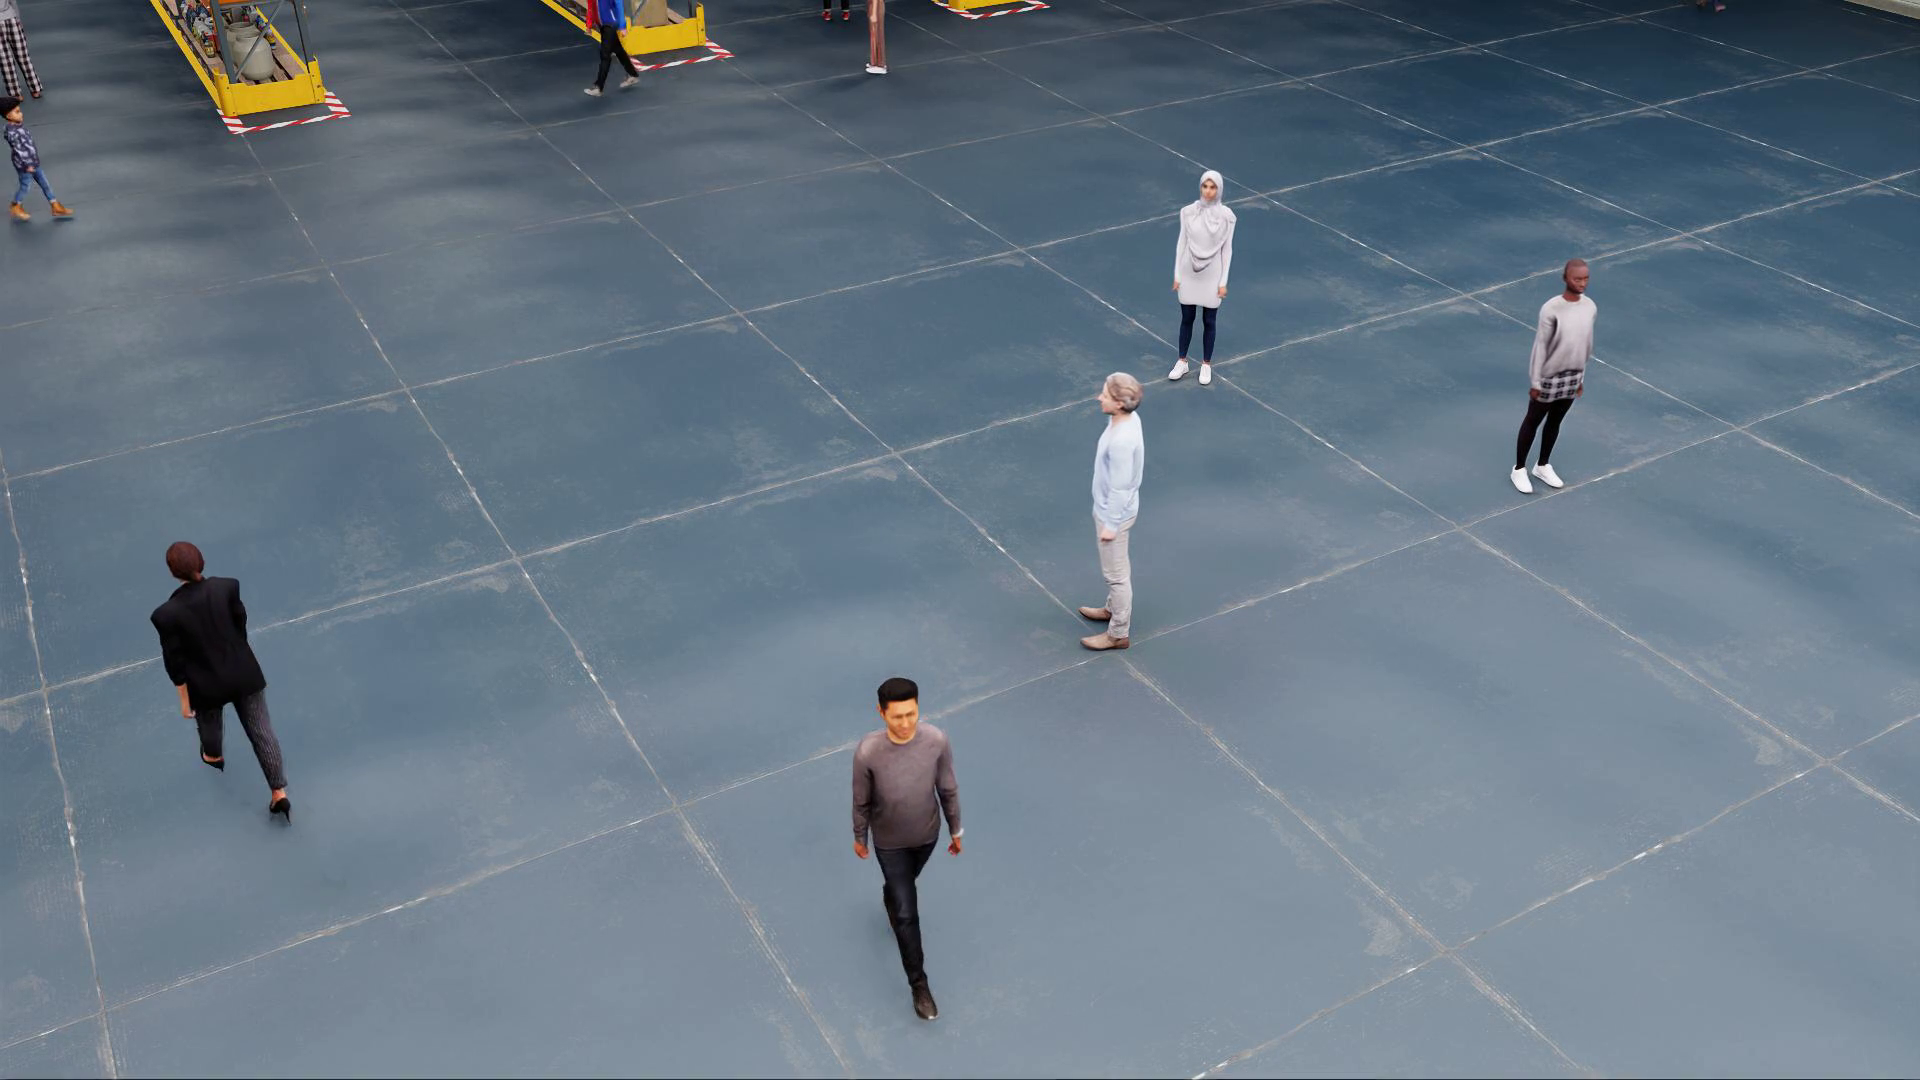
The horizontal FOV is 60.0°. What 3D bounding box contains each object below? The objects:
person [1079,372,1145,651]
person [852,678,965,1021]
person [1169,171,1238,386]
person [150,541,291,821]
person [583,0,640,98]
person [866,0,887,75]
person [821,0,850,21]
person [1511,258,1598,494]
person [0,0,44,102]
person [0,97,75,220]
[{"bbox_3d":[0.967,-0.188,10.339,0.819,1.893,0.717,3,32,4],"label":"person"},{"bbox_3d":[-0.274,1.361,8.042,1.167,1.725,0.813,-17,36,-25],"label":"person"},{"bbox_3d":[1.970,-2.139,13.543,0.672,1.775,0.747,10,34,16],"label":"person"},{"bbox_3d":[-3.918,0.811,8.968,1.181,1.666,0.865,27,41,36],"label":"person"},{"bbox_3d":[-4.193,-6.278,20.167,1.180,1.708,0.976,25,40,34],"label":"person"},{"bbox_3d":[-1.062,-6.689,20.956,0.666,1.561,0.558,-5,33,-7],"label":"person"},{"bbox_3d":[-1.755,-8.127,23.053,0.759,1.757,0.722,-4,32,-6],"label":"person"},{"bbox_3d":[4.314,-1.201,12.058,0.655,1.772,0.605,-10,34,-15],"label":"person"},{"bbox_3d":[-11.476,-6.209,19.926,0.641,1.848,0.684,25,40,34],"label":"person"},{"bbox_3d":[-9.437,-3.816,16.708,0.819,1.233,0.841,2,32,3],"label":"person"}]
